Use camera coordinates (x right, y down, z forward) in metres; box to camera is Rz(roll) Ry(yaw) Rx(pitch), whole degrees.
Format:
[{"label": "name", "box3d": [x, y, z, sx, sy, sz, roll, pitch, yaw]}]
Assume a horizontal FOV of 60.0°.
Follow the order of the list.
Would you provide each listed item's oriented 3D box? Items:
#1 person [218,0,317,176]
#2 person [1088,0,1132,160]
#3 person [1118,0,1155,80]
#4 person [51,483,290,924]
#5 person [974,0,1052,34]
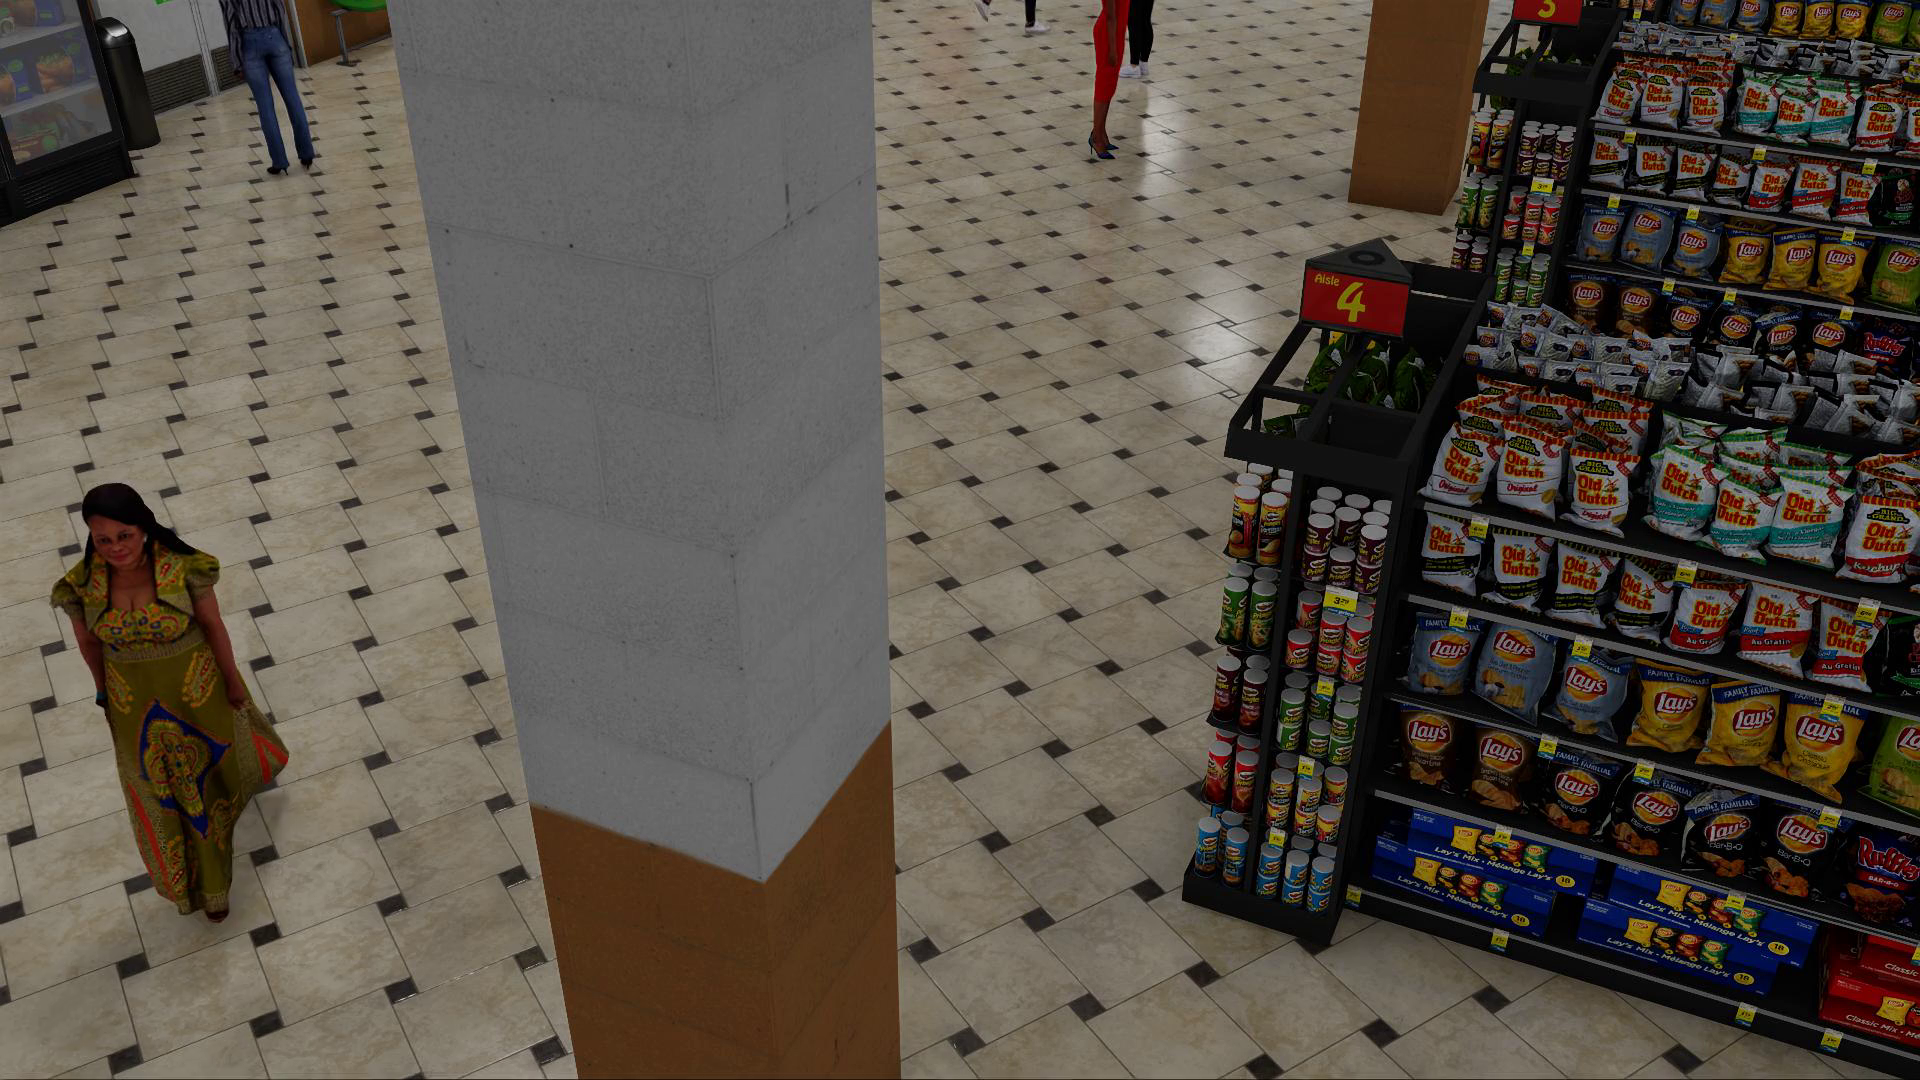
[{"label": "person", "box3d": [-5.193, -3.622, 12.418, 0.688, 1.794, 0.671, -24, 39, -34]}, {"label": "person", "box3d": [1.157, -3.836, 12.810, 0.561, 1.743, 0.615, 7, 33, 12]}, {"label": "person", "box3d": [1.576, -4.903, 14.625, 0.687, 1.637, 0.679, 27, 41, 36]}, {"label": "person", "box3d": [-2.819, 0.496, 5.964, 1.276, 1.621, 1.401, -14, 35, -22]}, {"label": "person", "box3d": [0.520, -5.636, 15.827, 1.061, 1.612, 0.871, -2, 32, -3]}]
